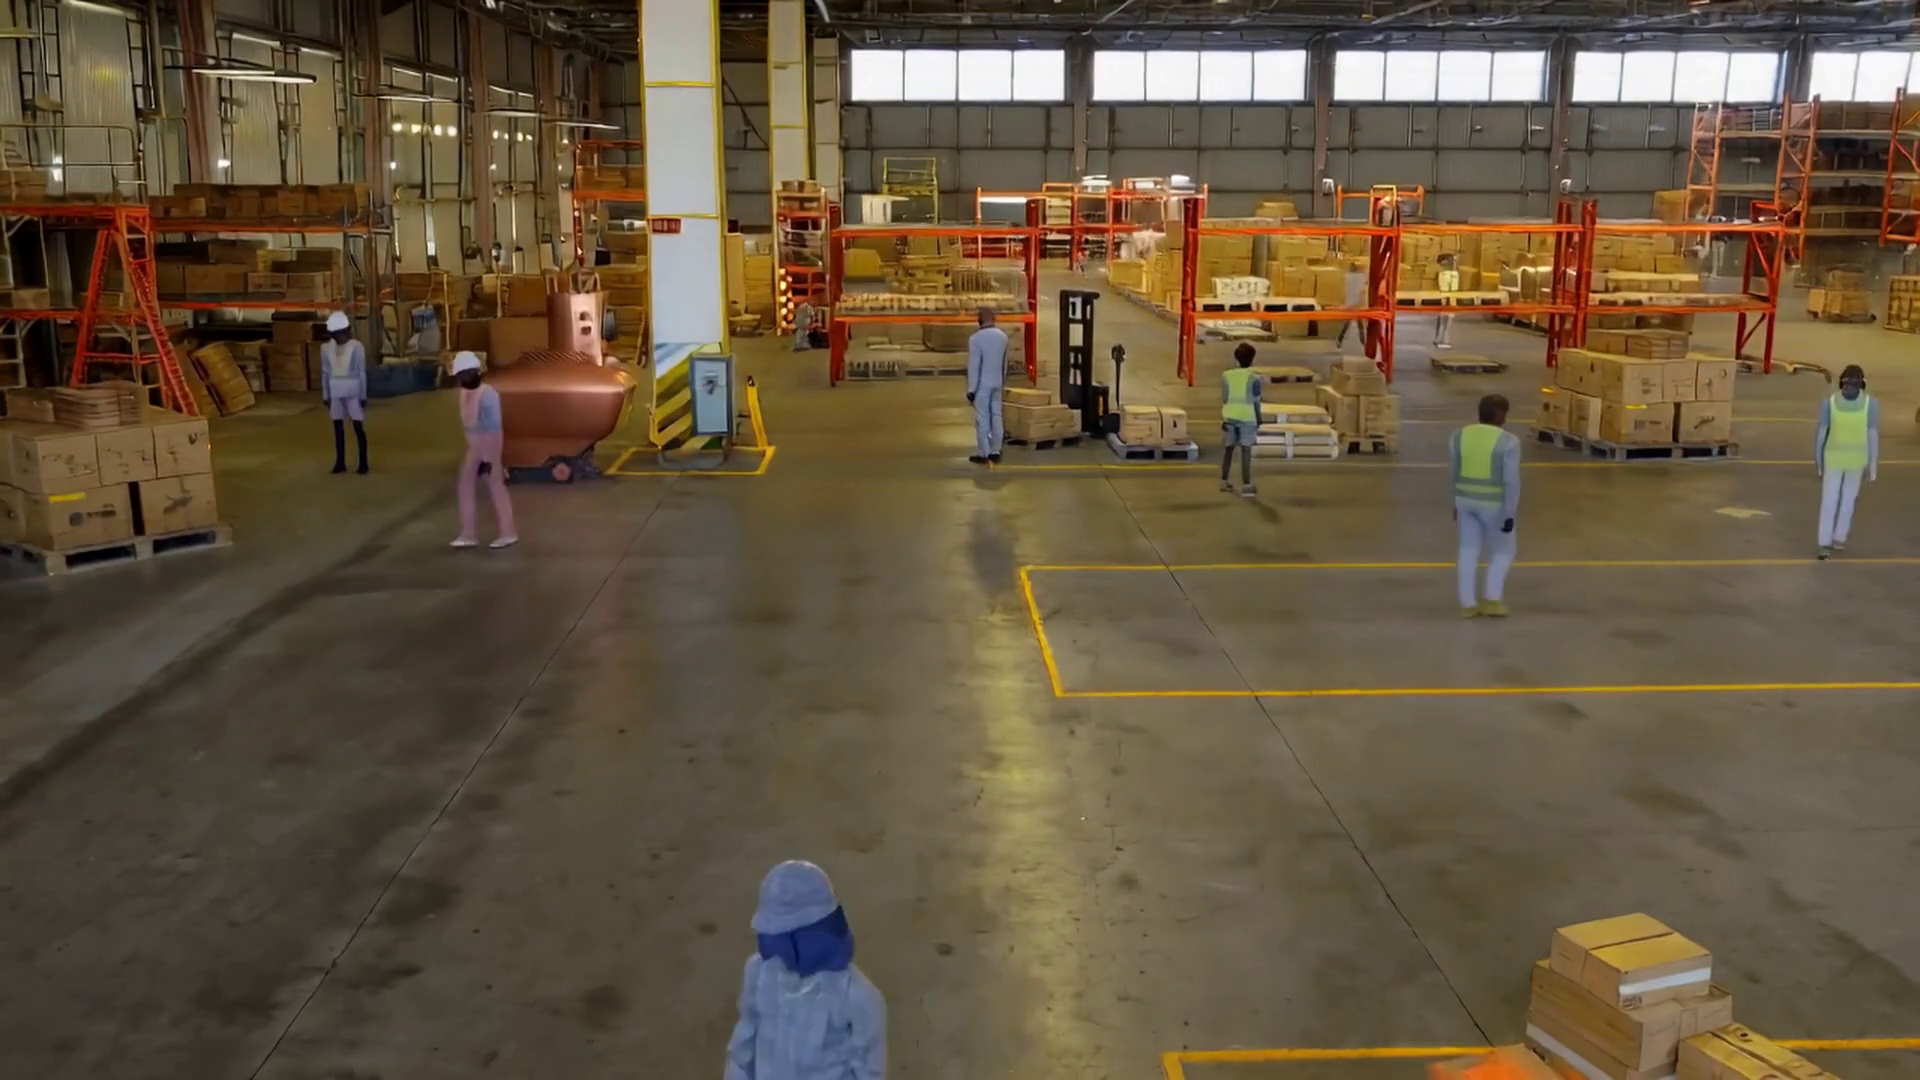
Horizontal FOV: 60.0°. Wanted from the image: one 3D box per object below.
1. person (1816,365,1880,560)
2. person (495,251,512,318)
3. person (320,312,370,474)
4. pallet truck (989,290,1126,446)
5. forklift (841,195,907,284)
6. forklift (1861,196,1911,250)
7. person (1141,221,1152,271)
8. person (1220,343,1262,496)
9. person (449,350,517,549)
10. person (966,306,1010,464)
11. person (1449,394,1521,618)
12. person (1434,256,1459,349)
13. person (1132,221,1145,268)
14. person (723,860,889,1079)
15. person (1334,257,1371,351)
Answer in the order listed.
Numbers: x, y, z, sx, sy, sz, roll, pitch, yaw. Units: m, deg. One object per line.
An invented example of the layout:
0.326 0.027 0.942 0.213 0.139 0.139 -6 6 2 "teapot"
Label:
8.222 -0.720 15.447 0.535 1.795 0.962 6 14 27 "person"
-11.233 -6.260 40.837 0.312 1.633 0.519 -10 16 -39 "person"
-7.311 -1.739 19.744 0.552 1.931 0.372 0 12 0 "person"
1.257 -2.299 22.111 1.885 1.965 0.823 -9 15 -35 "pallet truck"
-2.772 -9.619 53.151 1.873 2.768 1.129 -7 14 -29 "forklift"
30.190 -9.702 53.524 1.873 2.768 1.129 0 12 -2 "forklift"
6.241 -9.784 56.074 0.547 1.924 0.547 -4 13 -16 "person"
3.129 -1.345 18.511 0.535 1.691 0.321 12 17 43 "person"
-4.581 -0.842 15.750 0.596 1.895 0.768 11 16 40 "person"
0.327 -1.900 20.442 0.631 1.940 0.370 -12 17 -43 "person"
4.198 -0.258 13.302 0.453 1.829 0.628 -12 17 -43 "person"
9.911 -4.819 33.779 0.355 1.876 0.574 -5 13 -22 "person"
6.095 -9.952 56.858 0.522 1.913 0.698 -2 13 -7 "person"
-0.486 1.715 4.645 0.507 1.701 0.839 10 16 39 "person"
7.924 -4.736 33.388 0.972 1.882 0.584 -10 16 -39 "person"
